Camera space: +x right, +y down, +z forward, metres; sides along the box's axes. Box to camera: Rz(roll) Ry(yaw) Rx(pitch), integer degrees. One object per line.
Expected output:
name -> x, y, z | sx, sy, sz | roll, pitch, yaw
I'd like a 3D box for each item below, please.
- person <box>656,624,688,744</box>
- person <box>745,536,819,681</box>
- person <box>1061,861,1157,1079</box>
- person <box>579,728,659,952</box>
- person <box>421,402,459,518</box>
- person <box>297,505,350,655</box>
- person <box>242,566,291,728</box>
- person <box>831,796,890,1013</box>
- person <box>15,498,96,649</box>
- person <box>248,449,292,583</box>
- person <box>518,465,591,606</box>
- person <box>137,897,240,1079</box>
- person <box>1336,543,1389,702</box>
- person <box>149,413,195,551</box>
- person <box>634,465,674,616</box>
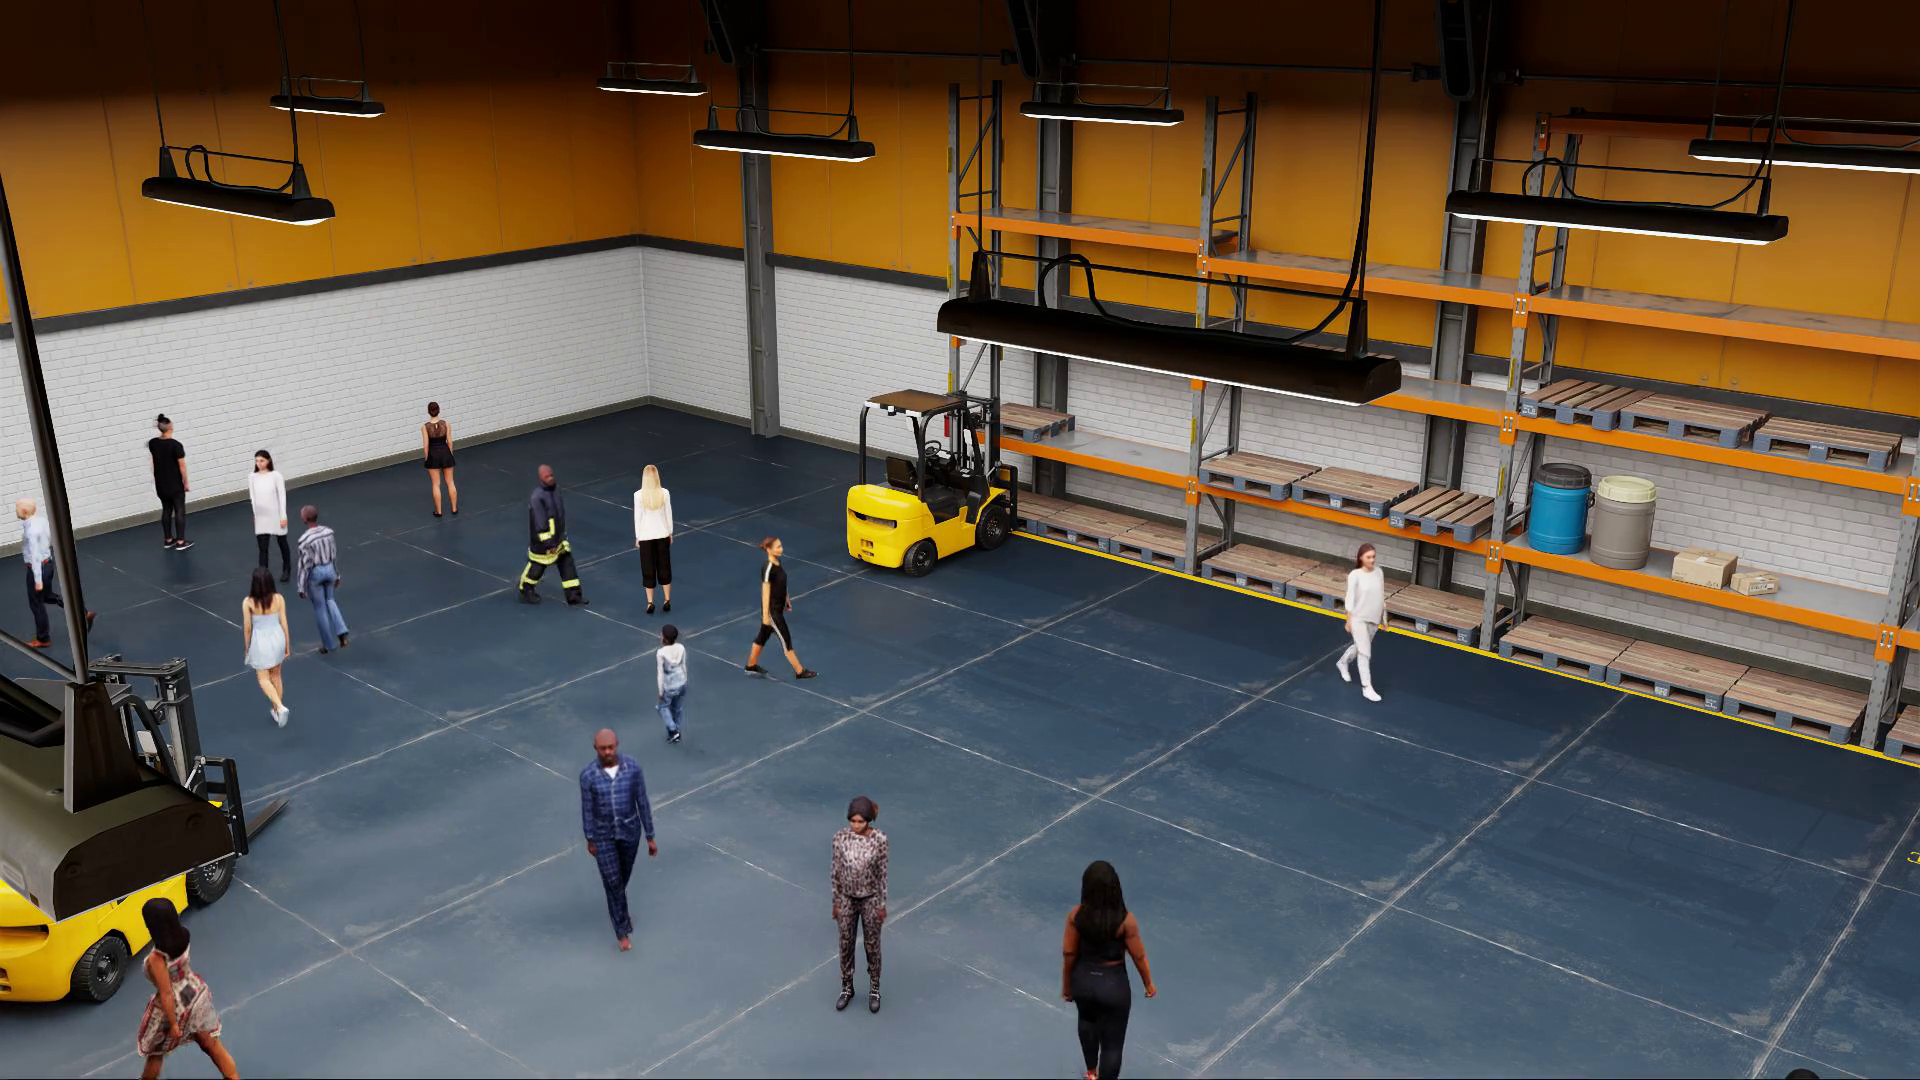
person -> -2.851, 1.449, 16.595 | 0.550, 1.251, 0.642 | -14, 23, -35
person -> -2.102, 0.754, 18.071 | 1.160, 1.625, 0.958 | 3, 19, 9
person -> 0.909, 3.024, 11.065 | 0.812, 1.795, 0.929 | 11, 21, 29
person -> -2.756, 2.302, 13.251 | 0.973, 1.767, 1.234 | -9, 21, -25
person -> -7.423, -1.163, 23.691 | 0.658, 1.671, 0.676 | -10, 21, -27
person -> -7.108, 0.474, 18.656 | 0.712, 1.782, 0.716 | 10, 21, 28
person -> -6.996, 1.117, 16.852 | 0.736, 1.714, 1.021 | -13, 23, -34
person -> -0.732, 2.663, 12.256 | 0.642, 1.717, 0.732 | 3, 19, 8
person -> -10.383, 0.381, 18.945 | 1.072, 1.773, 1.076 | -5, 19, -13
person -> -8.613, -0.285, 20.927 | 1.091, 1.771, 1.119 | 0, 19, -1
person -> -5.089, -0.045, 20.199 | 1.300, 1.780, 0.902 | 9, 20, 24
person -> -5.102, 3.128, 11.063 | 1.206, 1.598, 1.031 | 2, 19, 6
person -> 4.290, 0.824, 17.806 | 0.857, 1.661, 1.137 | -10, 21, -27
person -> -10.608, -0.794, 22.299 | 0.680, 1.861, 0.821 | 5, 19, 15
person -> -3.666, -0.002, 19.950 | 0.677, 1.858, 0.668 | -8, 20, -22
